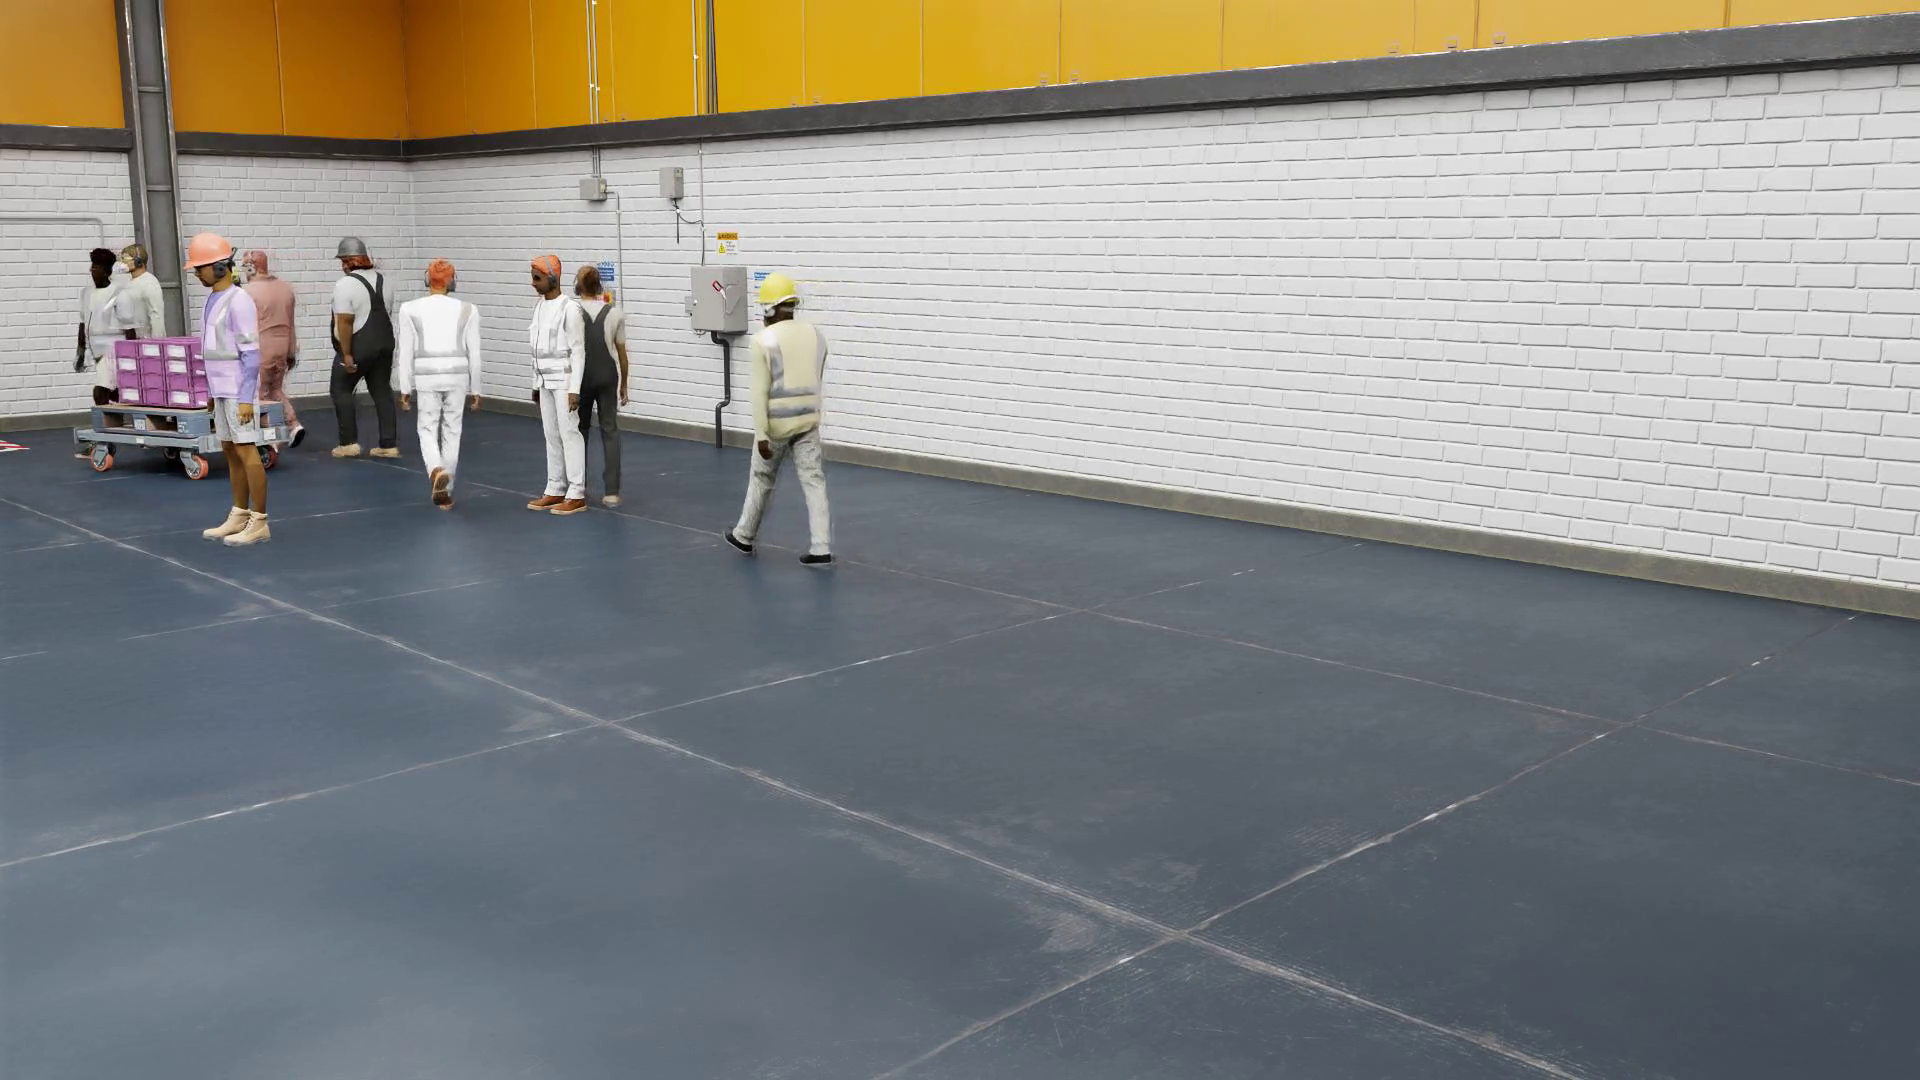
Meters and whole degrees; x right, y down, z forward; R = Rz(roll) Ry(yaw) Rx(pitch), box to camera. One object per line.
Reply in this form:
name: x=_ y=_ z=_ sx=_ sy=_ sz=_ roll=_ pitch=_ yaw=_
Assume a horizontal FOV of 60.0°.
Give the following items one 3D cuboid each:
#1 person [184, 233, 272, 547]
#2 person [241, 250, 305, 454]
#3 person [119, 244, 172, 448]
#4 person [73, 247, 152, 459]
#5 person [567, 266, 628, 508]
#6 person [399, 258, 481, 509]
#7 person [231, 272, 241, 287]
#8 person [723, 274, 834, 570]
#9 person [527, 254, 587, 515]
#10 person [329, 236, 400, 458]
person: x=-4.788 y=-0.972 z=10.869 sx=0.402 sy=2.033 sz=0.605 roll=-10 pitch=14 yaw=-42
person: x=-6.417 y=-1.721 z=15.343 sx=0.433 sy=1.887 sz=0.659 roll=4 pitch=11 yaw=20
person: x=-7.808 y=-1.856 z=15.944 sx=0.377 sy=1.940 sz=0.627 roll=-10 pitch=14 yaw=-42
person: x=-7.786 y=-1.735 z=15.353 sx=0.636 sy=1.921 sz=0.912 roll=6 pitch=12 yaw=31
person: x=-2.771 y=-1.167 z=12.595 sx=0.533 sy=1.789 sz=0.970 roll=-4 pitch=11 yaw=-22
person: x=-3.782 y=-1.120 z=12.146 sx=0.583 sy=1.864 sz=0.608 roll=-4 pitch=11 yaw=-19
person: x=-6.923 y=-1.720 z=15.863 sx=0.929 sy=1.687 sz=0.587 roll=6 pitch=12 yaw=29
person: x=-1.107 y=-0.732 z=10.232 sx=0.592 sy=1.782 sz=0.923 roll=-8 pitch=13 yaw=-39
person: x=-2.940 y=-1.128 z=12.118 sx=0.359 sy=1.886 sz=0.573 roll=-10 pitch=14 yaw=-42
person: x=-5.477 y=-1.757 z=15.127 sx=0.703 sy=2.000 sz=0.699 roll=5 pitch=12 yaw=27
